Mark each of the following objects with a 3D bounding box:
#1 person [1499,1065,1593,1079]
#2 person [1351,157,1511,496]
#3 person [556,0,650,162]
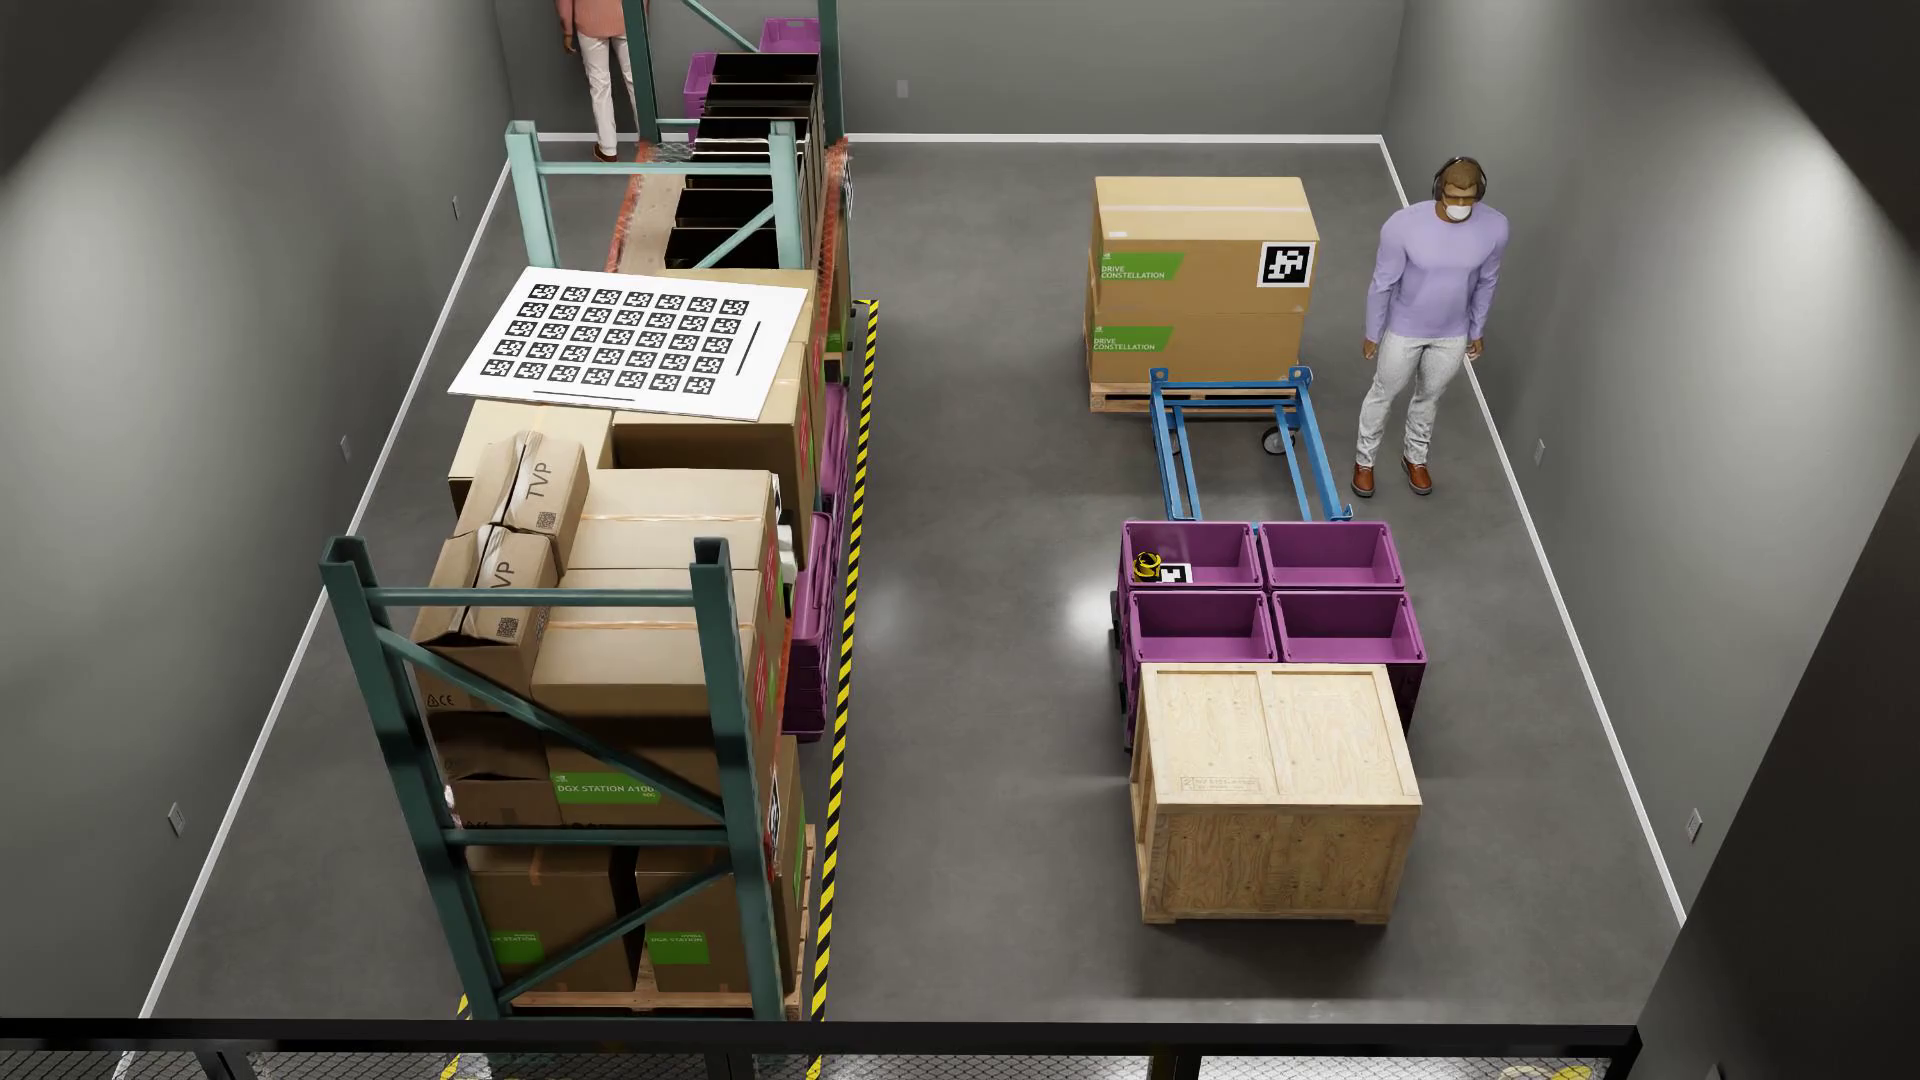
[{"bbox_3d":[1.617,2.070,4.832,0.404,1.830,0.600,5,42,6],"label":"person"},{"bbox_3d":[2.327,-1.054,8.315,0.635,1.937,0.352,-2,41,-2],"label":"person"},{"bbox_3d":[-2.342,-3.426,10.978,0.608,1.996,0.381,-15,44,-17],"label":"person"}]
